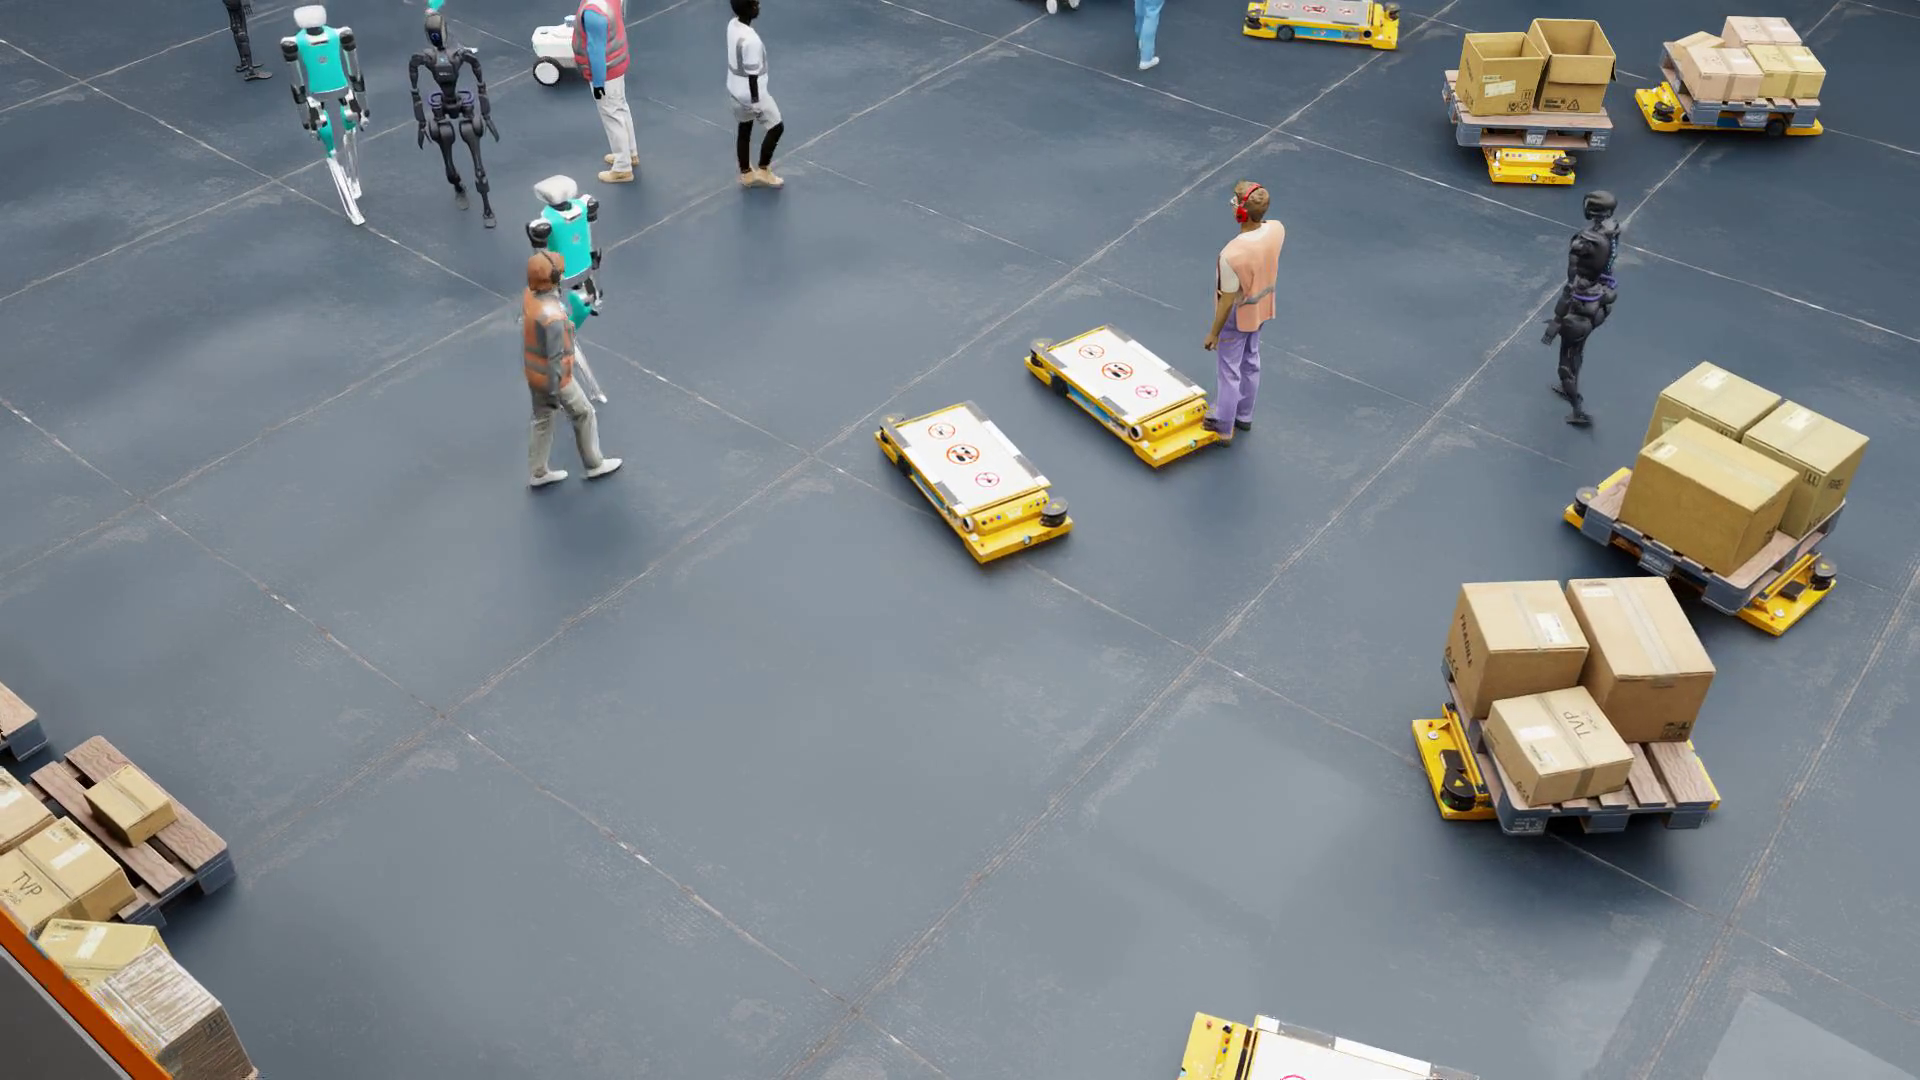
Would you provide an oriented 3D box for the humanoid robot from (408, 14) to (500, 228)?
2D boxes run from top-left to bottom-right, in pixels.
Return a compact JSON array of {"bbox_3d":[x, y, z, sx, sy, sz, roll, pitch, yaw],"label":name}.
[{"bbox_3d":[-3.898,-3.254,12.829,0.616,1.646,0.582,-9,41,-10],"label":"humanoid robot"}]

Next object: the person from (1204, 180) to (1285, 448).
[{"bbox_3d":[1.775,-1.404,10.512,0.391,1.846,0.563,31,49,31],"label":"person"}]

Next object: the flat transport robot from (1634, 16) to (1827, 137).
[{"bbox_3d":[6.713,-3.777,14.521,1.431,0.231,0.659,3,40,3],"label":"flat transport robot"}]

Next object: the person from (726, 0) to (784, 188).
[{"bbox_3d":[-1.608,-3.576,13.185,0.463,1.679,0.553,-17,43,-19],"label":"person"}]

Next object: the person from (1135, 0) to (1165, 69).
[{"bbox_3d":[1.738,-5.196,15.093,0.610,1.684,0.731,15,43,17],"label":"person"}]

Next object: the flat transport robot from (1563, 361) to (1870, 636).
[{"bbox_3d":[4.469,0.016,10.059,0.659,0.231,1.431,-29,48,-30],"label":"flat transport robot"}]

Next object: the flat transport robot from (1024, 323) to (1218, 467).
[{"bbox_3d":[1.119,-1.022,11.280,0.659,0.231,1.431,-24,46,-26],"label":"flat transport robot"}]

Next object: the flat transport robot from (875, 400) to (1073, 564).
[{"bbox_3d":[0.065,-0.418,10.569,0.659,0.231,1.431,-20,44,-22],"label":"flat transport robot"}]

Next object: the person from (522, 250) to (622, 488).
[{"bbox_3d":[-2.467,-1.042,10.266,0.697,1.602,0.524,-25,46,-26],"label":"person"}]

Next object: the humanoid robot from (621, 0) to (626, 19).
[{"bbox_3d":[-3.335,-5.902,15.905,0.530,1.786,0.835,12,42,14],"label":"humanoid robot"}]

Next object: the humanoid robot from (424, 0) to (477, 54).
[{"bbox_3d":[-4.734,-5.176,15.115,0.741,1.885,0.536,-26,47,-28],"label":"humanoid robot"}]

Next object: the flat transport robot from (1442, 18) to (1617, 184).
[{"bbox_3d":[4.757,-3.443,14.128,0.659,0.231,1.431,3,40,3],"label":"flat transport robot"}]

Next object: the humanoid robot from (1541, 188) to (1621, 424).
[{"bbox_3d":[4.079,-1.495,10.778,0.610,1.660,0.440,-31,49,-31],"label":"humanoid robot"}]

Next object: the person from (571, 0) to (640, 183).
[{"bbox_3d":[-2.859,-3.773,13.316,0.431,1.835,0.628,0,40,0],"label":"person"}]

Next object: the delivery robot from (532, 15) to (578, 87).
[{"bbox_3d":[-3.506,-4.459,15.096,0.773,0.586,0.499,0,40,0],"label":"delivery robot"}]

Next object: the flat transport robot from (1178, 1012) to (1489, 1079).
[{"bbox_3d":[1.646,2.491,7.148,1.431,0.231,0.659,12,42,14],"label":"flat transport robot"}]

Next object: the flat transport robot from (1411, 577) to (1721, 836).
[{"bbox_3d":[3.169,1.144,8.732,1.431,0.231,0.659,-2,40,-2],"label":"flat transport robot"}]

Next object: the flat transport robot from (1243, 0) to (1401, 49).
[{"bbox_3d":[3.470,-4.983,15.940,1.431,0.231,0.659,9,41,10],"label":"flat transport robot"}]

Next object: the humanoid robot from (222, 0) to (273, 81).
[{"bbox_3d":[-6.500,-4.960,14.817,0.315,1.655,0.599,-21,45,-23],"label":"humanoid robot"}]

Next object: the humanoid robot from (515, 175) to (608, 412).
[{"bbox_3d":[-2.636,-1.581,10.803,0.661,1.793,0.541,25,46,26],"label":"humanoid robot"}]

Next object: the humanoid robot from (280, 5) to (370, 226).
[{"bbox_3d":[-4.914,-3.395,12.961,0.532,1.759,0.933,-19,44,-21],"label":"humanoid robot"}]

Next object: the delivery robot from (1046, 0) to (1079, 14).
[{"bbox_3d":[0.850,-5.582,16.430,0.499,0.603,0.803,-23,45,-24],"label":"delivery robot"}]
